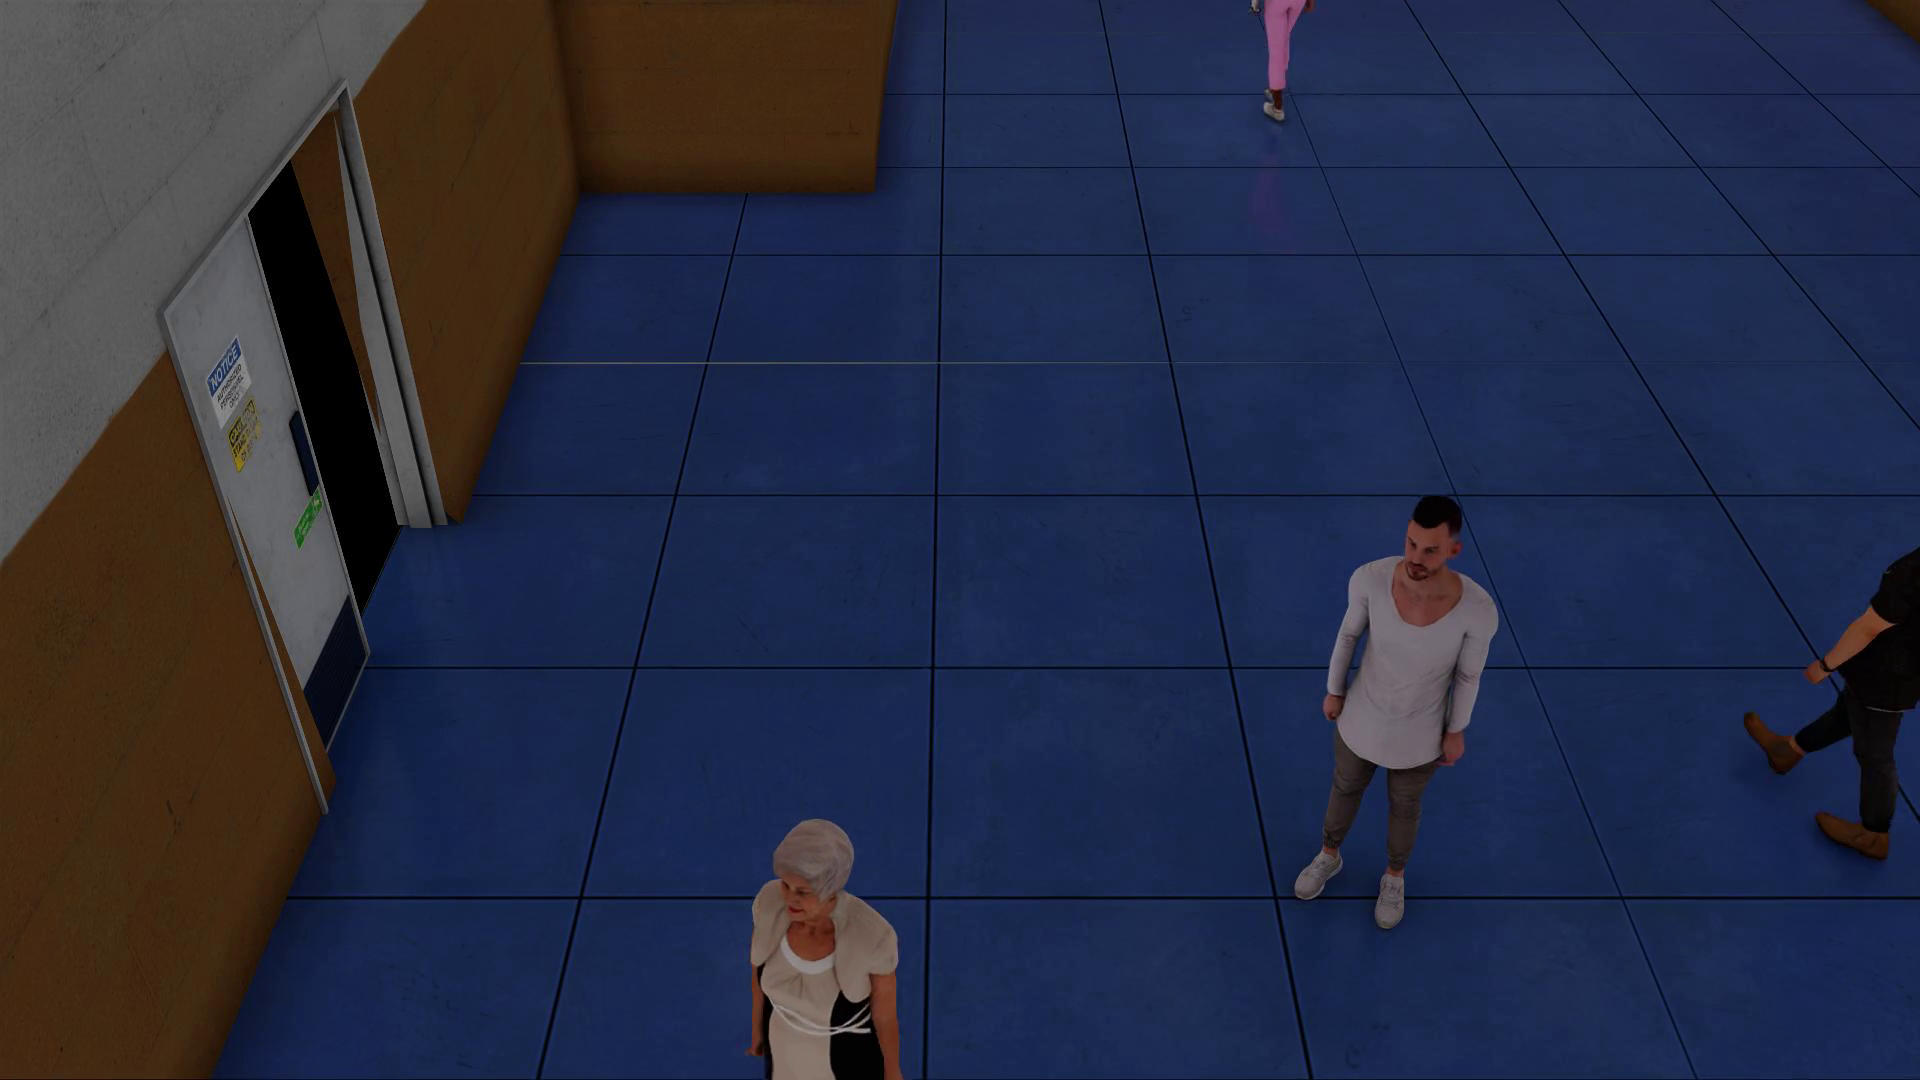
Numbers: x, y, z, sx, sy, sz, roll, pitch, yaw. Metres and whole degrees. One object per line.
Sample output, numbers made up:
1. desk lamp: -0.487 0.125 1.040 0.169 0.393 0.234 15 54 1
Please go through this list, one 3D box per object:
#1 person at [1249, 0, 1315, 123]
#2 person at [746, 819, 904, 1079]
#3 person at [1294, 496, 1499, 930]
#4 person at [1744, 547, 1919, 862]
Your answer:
1. person: 2.365 -3.828 11.869 0.716 1.731 0.774 -12 39 -16
2. person: -0.359 1.436 4.853 1.029 1.733 0.986 18 41 23
3. person: 1.538 0.604 5.873 0.675 1.840 0.814 17 40 22
4. person: 3.518 0.507 6.135 1.044 1.680 1.013 -21 42 -26
